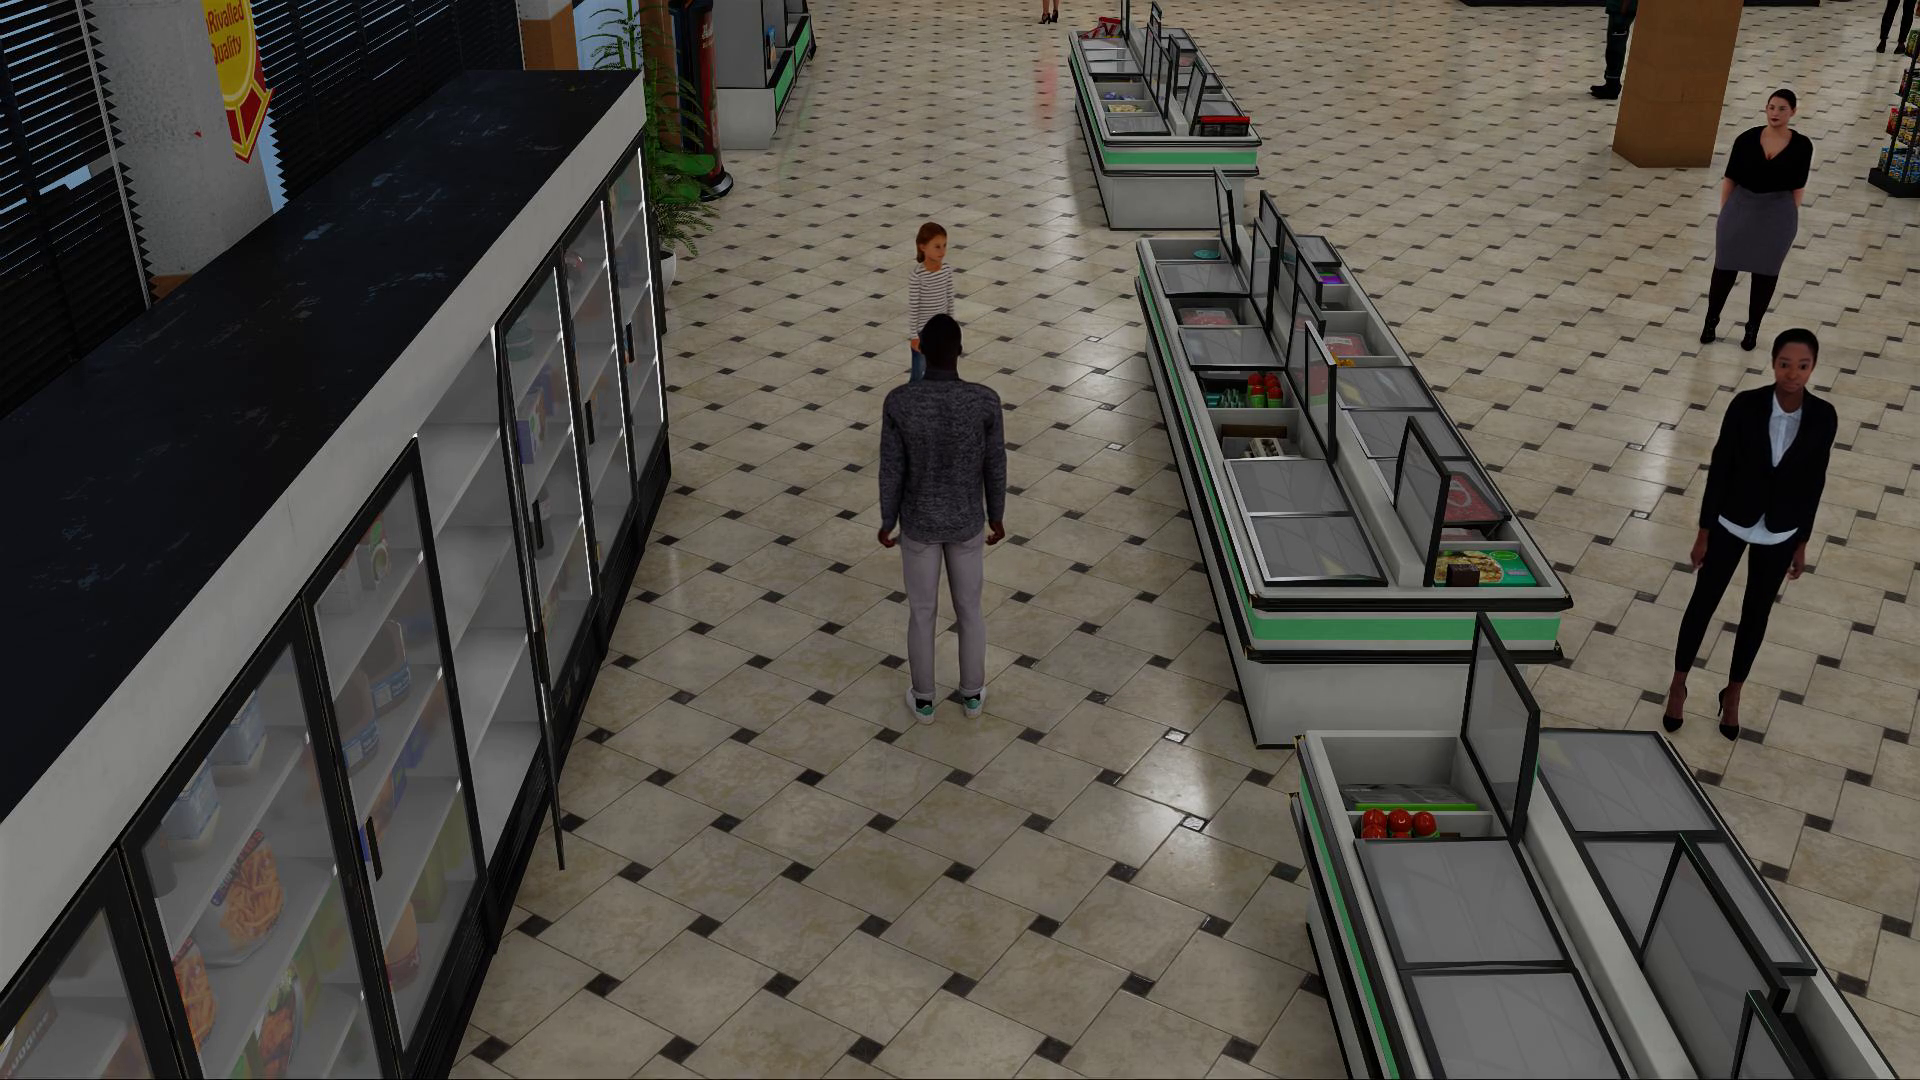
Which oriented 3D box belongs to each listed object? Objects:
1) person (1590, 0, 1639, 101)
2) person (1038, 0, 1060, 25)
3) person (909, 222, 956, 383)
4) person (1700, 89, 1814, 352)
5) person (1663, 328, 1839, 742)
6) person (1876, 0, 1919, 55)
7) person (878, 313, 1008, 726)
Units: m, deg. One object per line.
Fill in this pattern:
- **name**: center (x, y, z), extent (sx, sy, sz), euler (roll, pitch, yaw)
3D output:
- **person**: center (7.295, -5.819, 18.338), extent (0.817, 1.839, 0.651), euler (8, 28, 16)
- **person**: center (1.203, -7.933, 22.628), extent (0.666, 1.728, 0.717), euler (-22, 34, -36)
- **person**: center (-0.184, -1.247, 9.903), extent (0.561, 1.313, 0.613), euler (-18, 32, -32)
- **person**: center (5.365, -2.153, 11.196), extent (0.775, 1.759, 0.787), euler (15, 30, 26)
- **person**: center (3.263, 0.000, 6.869), extent (0.649, 1.834, 0.621), euler (9, 28, 17)
- **person**: center (11.800, -7.014, 20.716), extent (0.743, 1.819, 0.769), euler (19, 32, 32)
- **person**: center (-0.077, -0.071, 7.004), extent (0.720, 1.838, 0.572), euler (-3, 27, -6)
